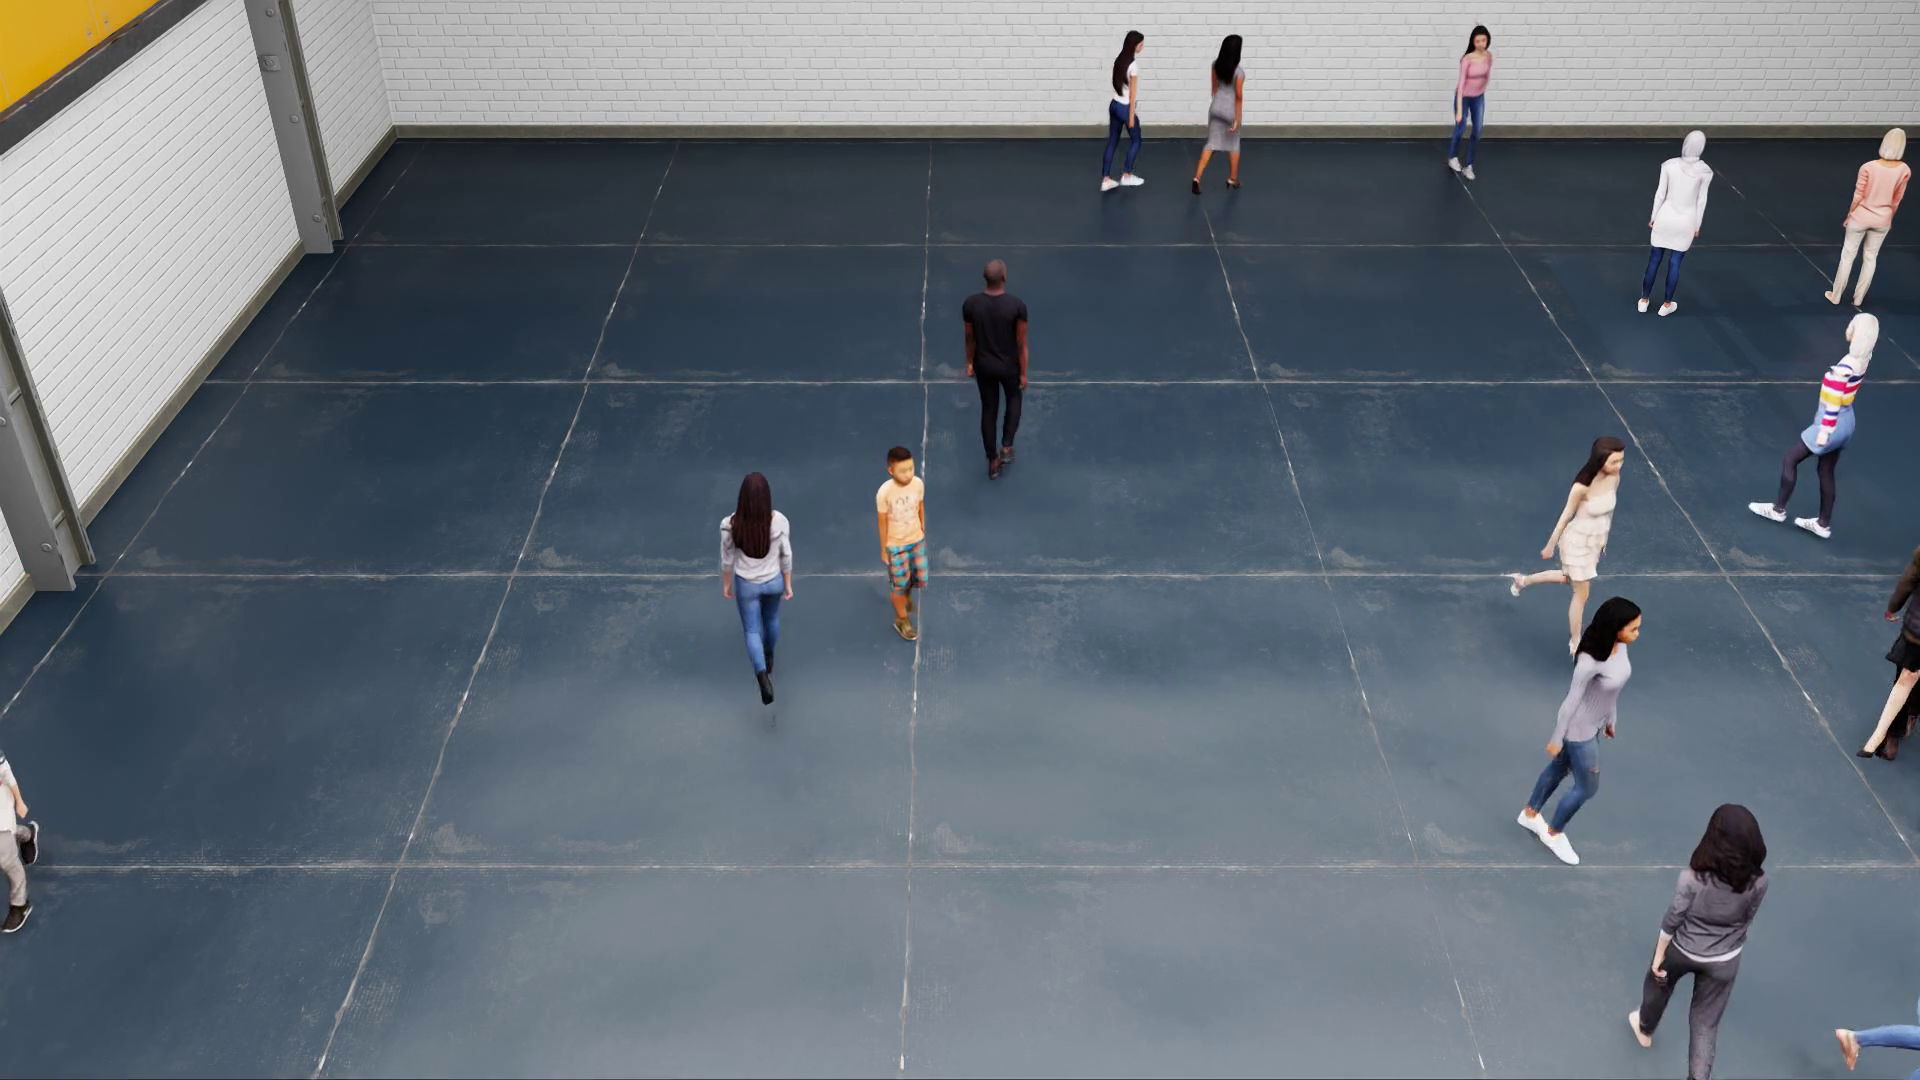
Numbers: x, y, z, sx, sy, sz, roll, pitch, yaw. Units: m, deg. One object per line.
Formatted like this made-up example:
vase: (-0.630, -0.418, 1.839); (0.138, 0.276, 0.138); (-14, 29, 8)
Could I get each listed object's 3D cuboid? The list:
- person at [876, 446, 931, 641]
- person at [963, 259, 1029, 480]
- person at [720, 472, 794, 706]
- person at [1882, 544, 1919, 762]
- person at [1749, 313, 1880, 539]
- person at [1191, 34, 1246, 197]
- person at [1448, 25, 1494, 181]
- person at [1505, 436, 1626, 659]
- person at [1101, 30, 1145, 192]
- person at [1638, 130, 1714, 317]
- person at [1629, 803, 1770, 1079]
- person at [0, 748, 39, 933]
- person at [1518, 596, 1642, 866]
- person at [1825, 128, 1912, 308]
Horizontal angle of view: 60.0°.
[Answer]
person: (-0.427, -0.017, 11.369); (0.691, 1.452, 0.772); (-19, 38, -26)
person: (0.271, -1.289, 12.964); (0.767, 1.805, 0.771); (7, 34, 11)
person: (-1.286, 0.335, 10.701); (0.759, 1.605, 1.044); (-7, 34, -11)
person: (5.933, 0.599, 10.111); (0.828, 1.819, 0.848); (13, 36, 19)
person: (6.502, -0.806, 12.254); (0.923, 1.787, 0.990); (-26, 42, -34)
person: (2.795, -4.541, 17.896); (0.948, 1.761, 1.051); (25, 41, 32)
person: (5.650, -4.897, 18.483); (0.710, 1.703, 0.867); (-12, 35, -17)
person: (4.065, 0.011, 11.102); (0.939, 1.702, 1.126); (-19, 38, -27)
person: (1.710, -4.606, 17.998); (0.929, 1.756, 0.846); (-17, 37, -24)
person: (6.658, -2.949, 15.486); (0.689, 1.777, 0.702); (20, 38, 27)
person: (3.582, 2.065, 7.991); (0.747, 1.725, 1.121); (7, 34, 11)
person: (-5.386, 1.431, 9.220); (0.527, 1.420, 0.941); (-1, 34, -2)
person: (3.479, 1.023, 9.565); (0.796, 1.716, 0.858); (-28, 43, -35)
person: (8.575, -3.034, 15.661); (0.641, 1.726, 0.586); (6, 34, 10)
